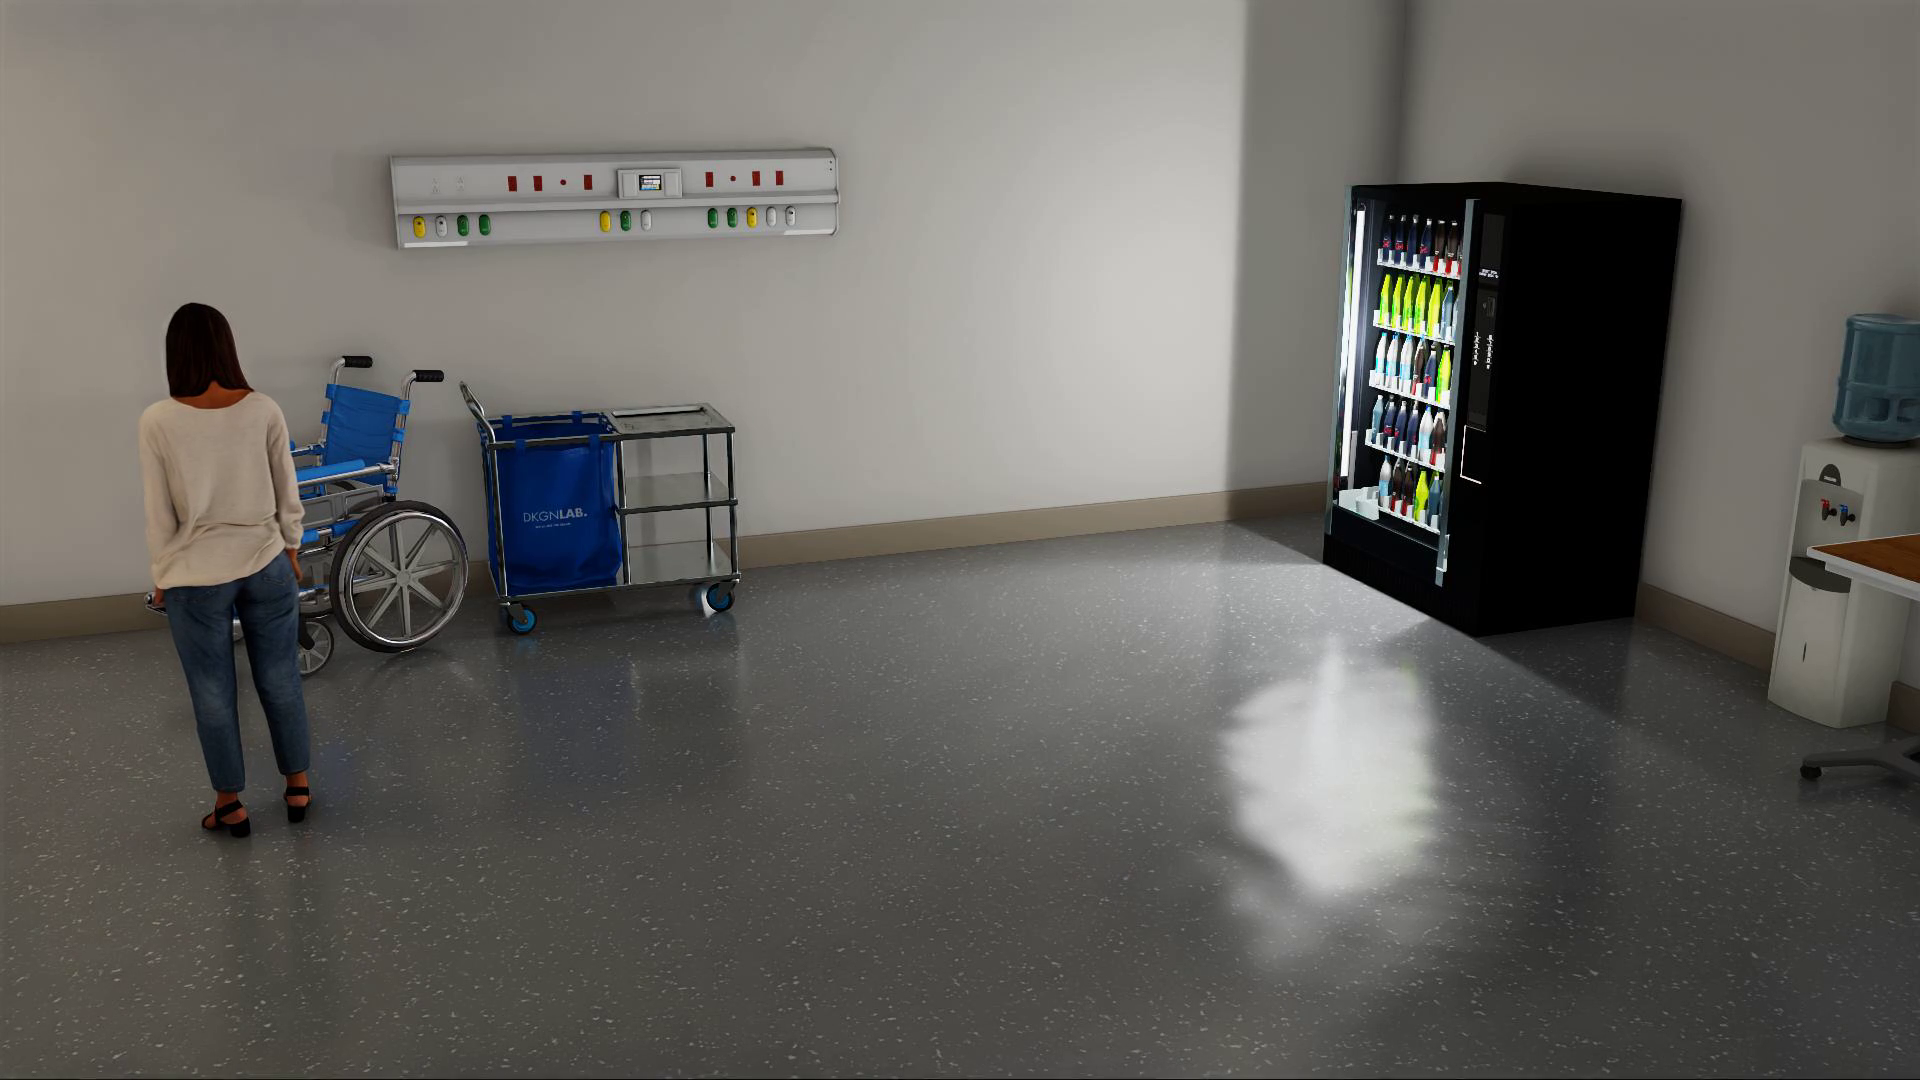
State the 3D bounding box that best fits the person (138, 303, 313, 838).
[{"bbox_3d":[-2.270,0.101,5.163,0.678,1.682,0.631,-11,19,-35],"label":"person"}]
